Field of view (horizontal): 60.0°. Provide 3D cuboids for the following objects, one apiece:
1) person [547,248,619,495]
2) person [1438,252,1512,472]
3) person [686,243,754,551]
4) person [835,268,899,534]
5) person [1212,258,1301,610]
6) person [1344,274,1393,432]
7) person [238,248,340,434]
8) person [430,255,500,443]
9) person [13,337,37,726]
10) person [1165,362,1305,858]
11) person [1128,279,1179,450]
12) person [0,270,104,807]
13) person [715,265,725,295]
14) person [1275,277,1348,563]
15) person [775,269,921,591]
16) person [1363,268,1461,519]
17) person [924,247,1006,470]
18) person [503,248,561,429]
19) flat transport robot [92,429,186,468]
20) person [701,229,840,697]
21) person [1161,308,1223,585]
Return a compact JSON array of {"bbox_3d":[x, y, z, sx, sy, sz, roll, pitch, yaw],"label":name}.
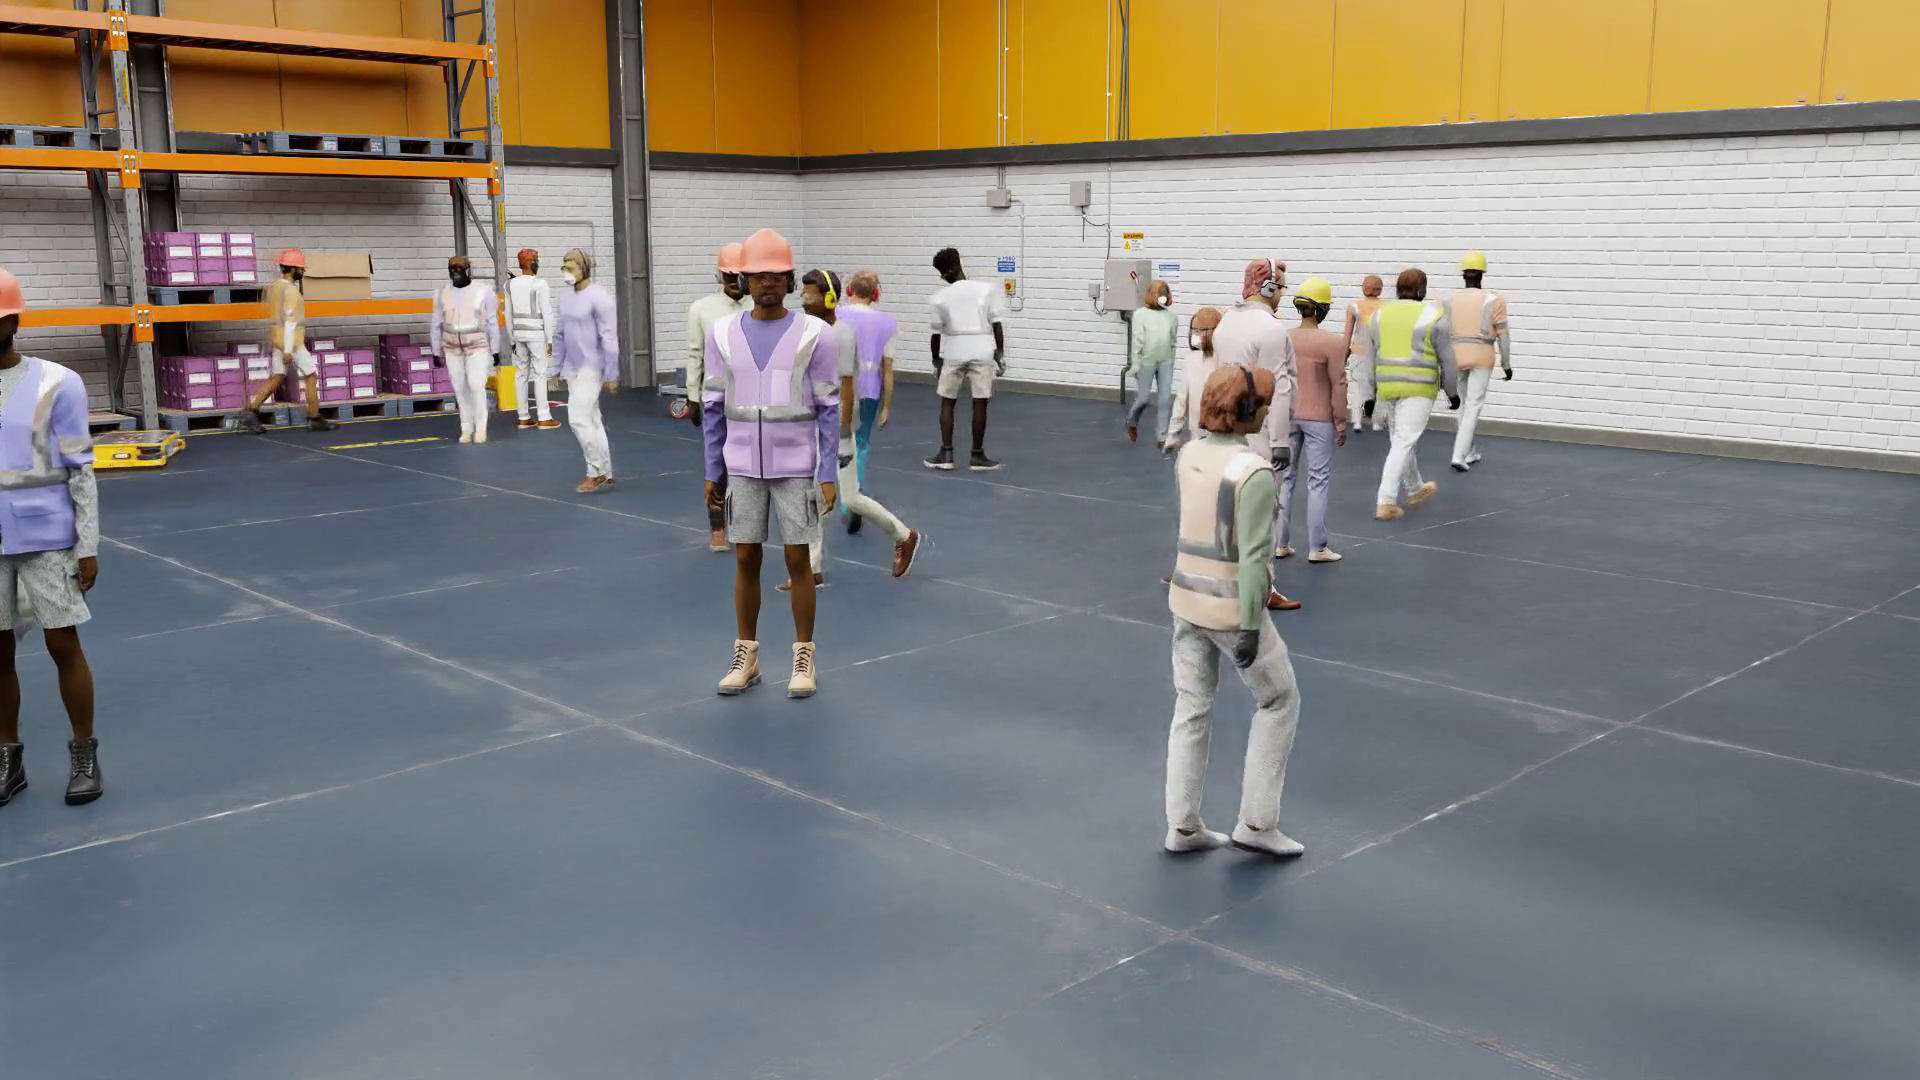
[{"bbox_3d":[-2.973,-1.308,13.027,0.614,1.916,0.639,-9,14,-41],"label":"person"},{"bbox_3d":[4.436,-1.549,14.429,0.596,1.886,0.948,9,14,41],"label":"person"},{"bbox_3d":[-1.431,-0.903,10.653,0.605,1.965,0.694,-3,11,-14],"label":"person"},{"bbox_3d":[-0.704,-0.959,11.421,0.596,1.803,0.850,-2,11,-13],"label":"person"},{"bbox_3d":[1.628,-0.574,9.057,0.409,1.903,0.639,-4,11,-19],"label":"person"},{"bbox_3d":[4.210,-1.908,17.108,0.523,1.648,0.417,3,11,18],"label":"person"},{"bbox_3d":[-6.907,-2.015,16.949,0.928,1.901,0.547,-9,14,-42],"label":"person"},{"bbox_3d":[-4.812,-1.833,16.130,0.654,1.822,0.550,0,10,2],"label":"person"},{"bbox_3d":[-3.917,-0.076,6.575,0.423,1.806,0.678,-10,14,-42],"label":"person"},{"bbox_3d":[0.903,0.238,5.393,0.541,1.623,0.526,-5,12,-27],"label":"person"},{"bbox_3d":[1.814,-1.659,15.746,0.504,1.614,0.579,-3,11,-18],"label":"person"},{"bbox_3d":[-3.333,0.002,5.850,0.548,1.928,0.392,-2,11,-12],"label":"person"},{"bbox_3d":[-2.018,-1.706,15.165,0.594,1.922,0.375,6,12,31],"label":"person"},{"bbox_3d":[2.162,-0.739,10.322,0.533,1.768,0.310,9,13,39],"label":"person"},{"bbox_3d":[-0.647,-0.629,9.559,0.836,1.832,0.537,-7,12,-33],"label":"person"},{"bbox_3d":[3.283,-1.069,12.085,1.006,1.786,0.632,-9,14,-42],"label":"person"},{"bbox_3d":[0.050,-1.545,14.321,0.707,1.924,0.384,1,10,7],"label":"person"},{"bbox_3d":[-4.485,-2.098,17.414,0.572,1.883,0.354,5,11,24],"label":"person"},{"bbox_3d":[-7.397,-0.827,14.885,0.652,0.197,1.431,-3,11,-16],"label":"flat transport robot"},{"bbox_3d":[-0.835,-0.320,7.281,0.615,2.043,0.373,2,11,9],"label":"person"},{"bbox_3d":[1.376,-0.535,9.658,0.757,1.604,0.505,-5,11,-24],"label":"person"}]
